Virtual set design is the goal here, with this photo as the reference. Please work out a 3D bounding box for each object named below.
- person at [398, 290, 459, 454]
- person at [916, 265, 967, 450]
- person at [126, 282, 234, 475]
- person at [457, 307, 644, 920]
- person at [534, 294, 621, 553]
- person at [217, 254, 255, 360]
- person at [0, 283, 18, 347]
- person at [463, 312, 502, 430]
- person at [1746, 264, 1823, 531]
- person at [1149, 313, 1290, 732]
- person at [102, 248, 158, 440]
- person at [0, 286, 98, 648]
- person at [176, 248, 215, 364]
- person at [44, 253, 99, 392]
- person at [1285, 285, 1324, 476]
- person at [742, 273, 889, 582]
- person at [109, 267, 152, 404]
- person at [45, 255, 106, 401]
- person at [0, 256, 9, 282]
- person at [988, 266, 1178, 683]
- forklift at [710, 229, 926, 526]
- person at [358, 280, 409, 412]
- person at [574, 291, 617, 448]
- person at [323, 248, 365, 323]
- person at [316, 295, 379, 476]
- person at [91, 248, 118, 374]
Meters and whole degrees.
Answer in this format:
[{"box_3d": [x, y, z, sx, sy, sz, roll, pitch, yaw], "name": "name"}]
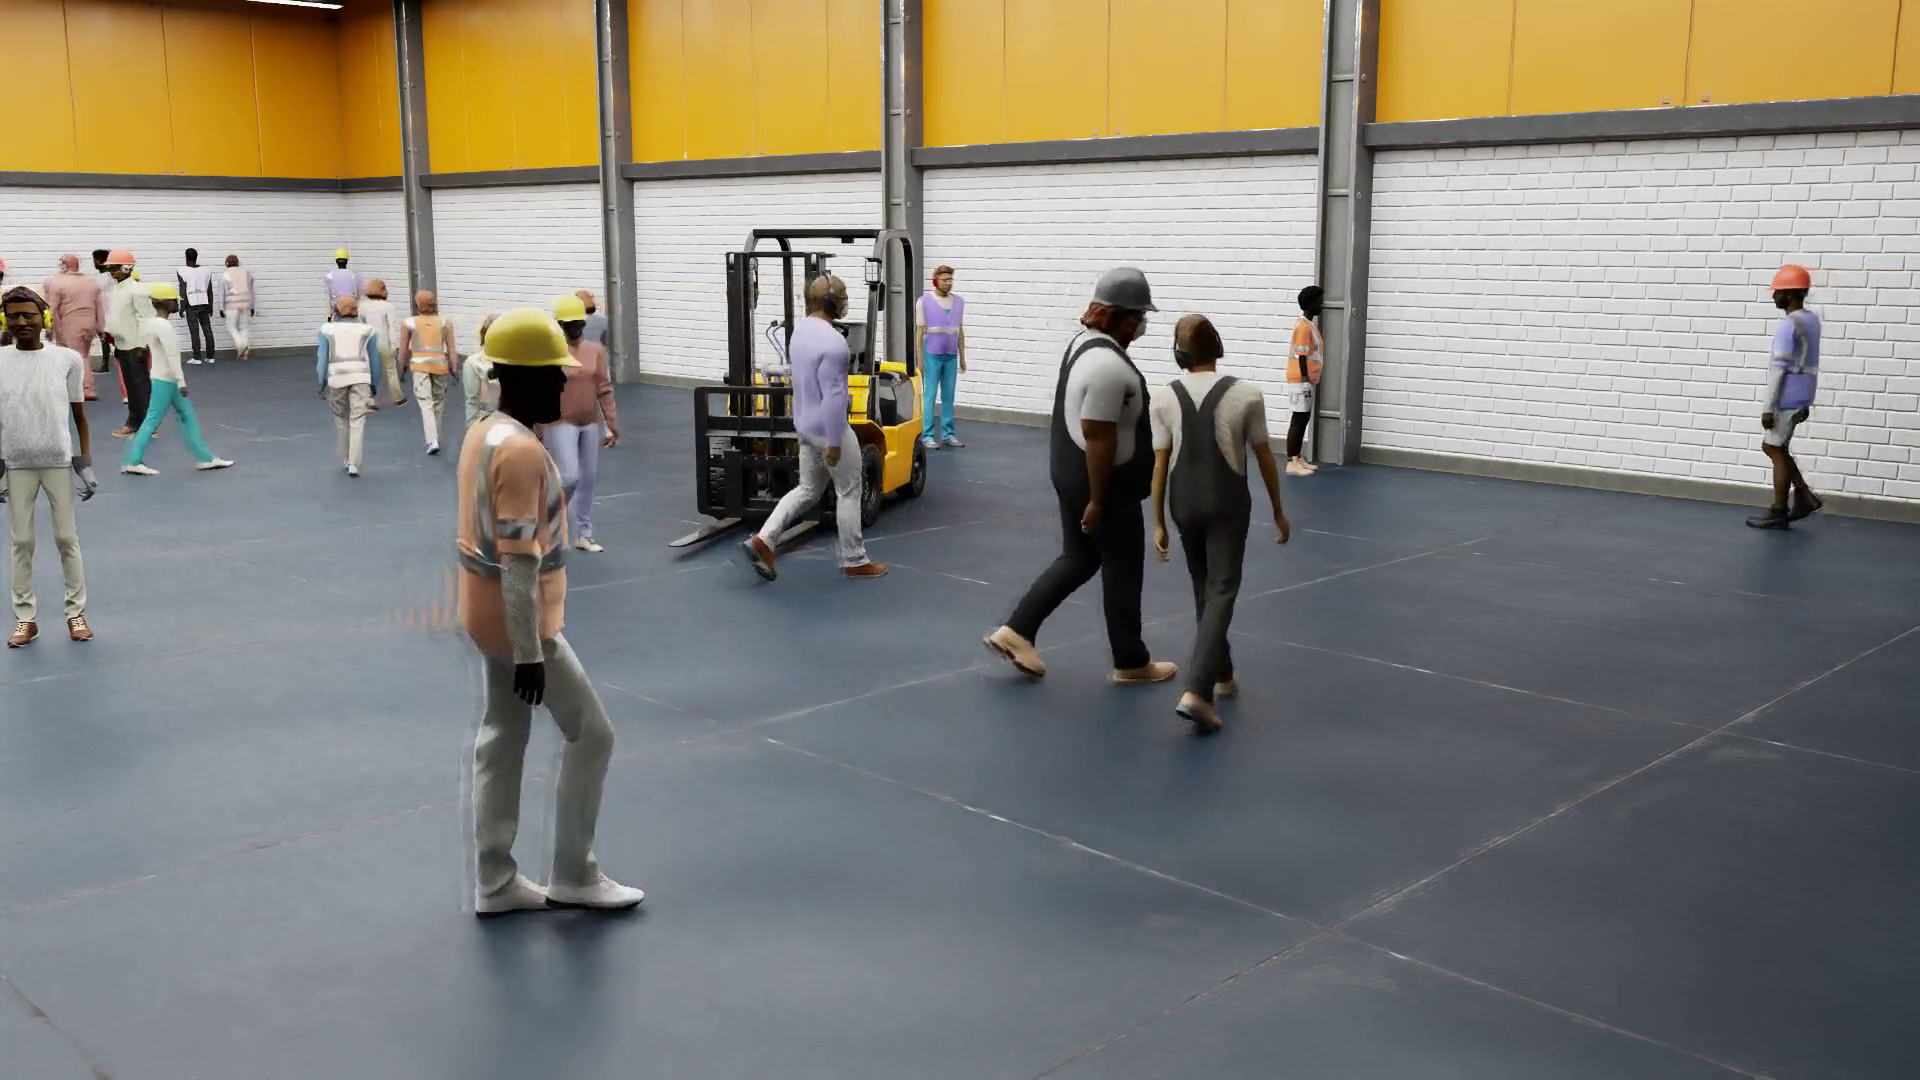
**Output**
[{"box_3d": [-5.236, -1.658, 16.395, 0.546, 1.597, 0.860, -6, 12, -29], "name": "person"}, {"box_3d": [-0.201, -1.828, 16.683, 0.575, 1.836, 0.394, -7, 13, -35], "name": "person"}, {"box_3d": [-7.078, -1.442, 14.887, 0.909, 1.717, 0.538, -6, 12, -29], "name": "person"}, {"box_3d": [-1.256, 0.242, 5.169, 0.650, 1.908, 0.612, -5, 12, -26], "name": "person"}, {"box_3d": [-2.560, -0.762, 11.097, 0.378, 1.748, 0.552, 9, 14, 41], "name": "person"}, {"box_3d": [-12.340, -3.969, 28.414, 0.517, 1.809, 0.671, 9, 14, 42], "name": "person"}, {"box_3d": [-11.031, -2.242, 19.022, 0.635, 1.801, 0.822, 4, 11, 22], "name": "person"}, {"box_3d": [-2.973, -0.647, 10.772, 0.308, 1.638, 0.511, 8, 13, 36], "name": "person"}, {"box_3d": [5.956, -1.016, 12.000, 0.576, 1.924, 0.412, -10, 14, -43], "name": "person"}, {"box_3d": [1.100, -0.093, 7.334, 0.589, 1.793, 0.952, 5, 11, 24], "name": "person"}, {"box_3d": [-8.714, -2.051, 17.449, 0.609, 1.996, 0.383, 9, 14, 40], "name": "person"}, {"box_3d": [-4.804, -0.382, 8.688, 0.521, 1.874, 0.328, -5, 11, -24], "name": "person"}, {"box_3d": [-12.729, -3.899, 27.740, 0.389, 1.918, 0.590, 7, 13, 35], "name": "person"}, {"box_3d": [-11.956, -2.917, 22.443, 0.678, 1.894, 0.436, -5, 11, -24], "name": "person"}, {"box_3d": [3.075, -1.417, 14.827, 0.318, 1.694, 0.534, 4, 11, 20], "name": "person"}, {"box_3d": [-0.888, -0.670, 10.171, 0.852, 1.912, 0.632, -6, 12, -31], "name": "person"}, {"box_3d": [-10.578, -2.622, 21.307, 0.527, 1.726, 0.852, -1, 10, -5], "name": "person"}, {"box_3d": [-11.545, -2.748, 21.595, 0.922, 1.868, 0.671, 5, 12, 26], "name": "person"}, {"box_3d": [-11.508, -2.387, 19.511, 0.953, 1.935, 0.642, -2, 11, -11], "name": "person"}, {"box_3d": [0.580, -0.313, 7.851, 0.849, 2.000, 0.705, -2, 11, -10], "name": "person"}, {"box_3d": [-1.050, -1.319, 12.920, 1.214, 2.155, 2.313, 2, 11, 13], "name": "forklift"}, {"box_3d": [-7.074, -2.376, 20.311, 0.522, 1.581, 0.844, 1, 10, 7], "name": "person"}, {"box_3d": [-3.749, -1.730, 16.859, 0.475, 1.581, 0.926, -7, 13, -35], "name": "person"}, {"box_3d": [-9.515, -3.540, 25.755, 0.587, 1.928, 0.362, -3, 11, -17], "name": "person"}, {"box_3d": [-5.479, -1.387, 14.901, 0.522, 1.587, 0.834, -3, 11, -16], "name": "person"}, {"box_3d": [-13.164, -3.551, 25.794, 0.612, 1.940, 0.843, 8, 13, 37], "name": "person"}]
